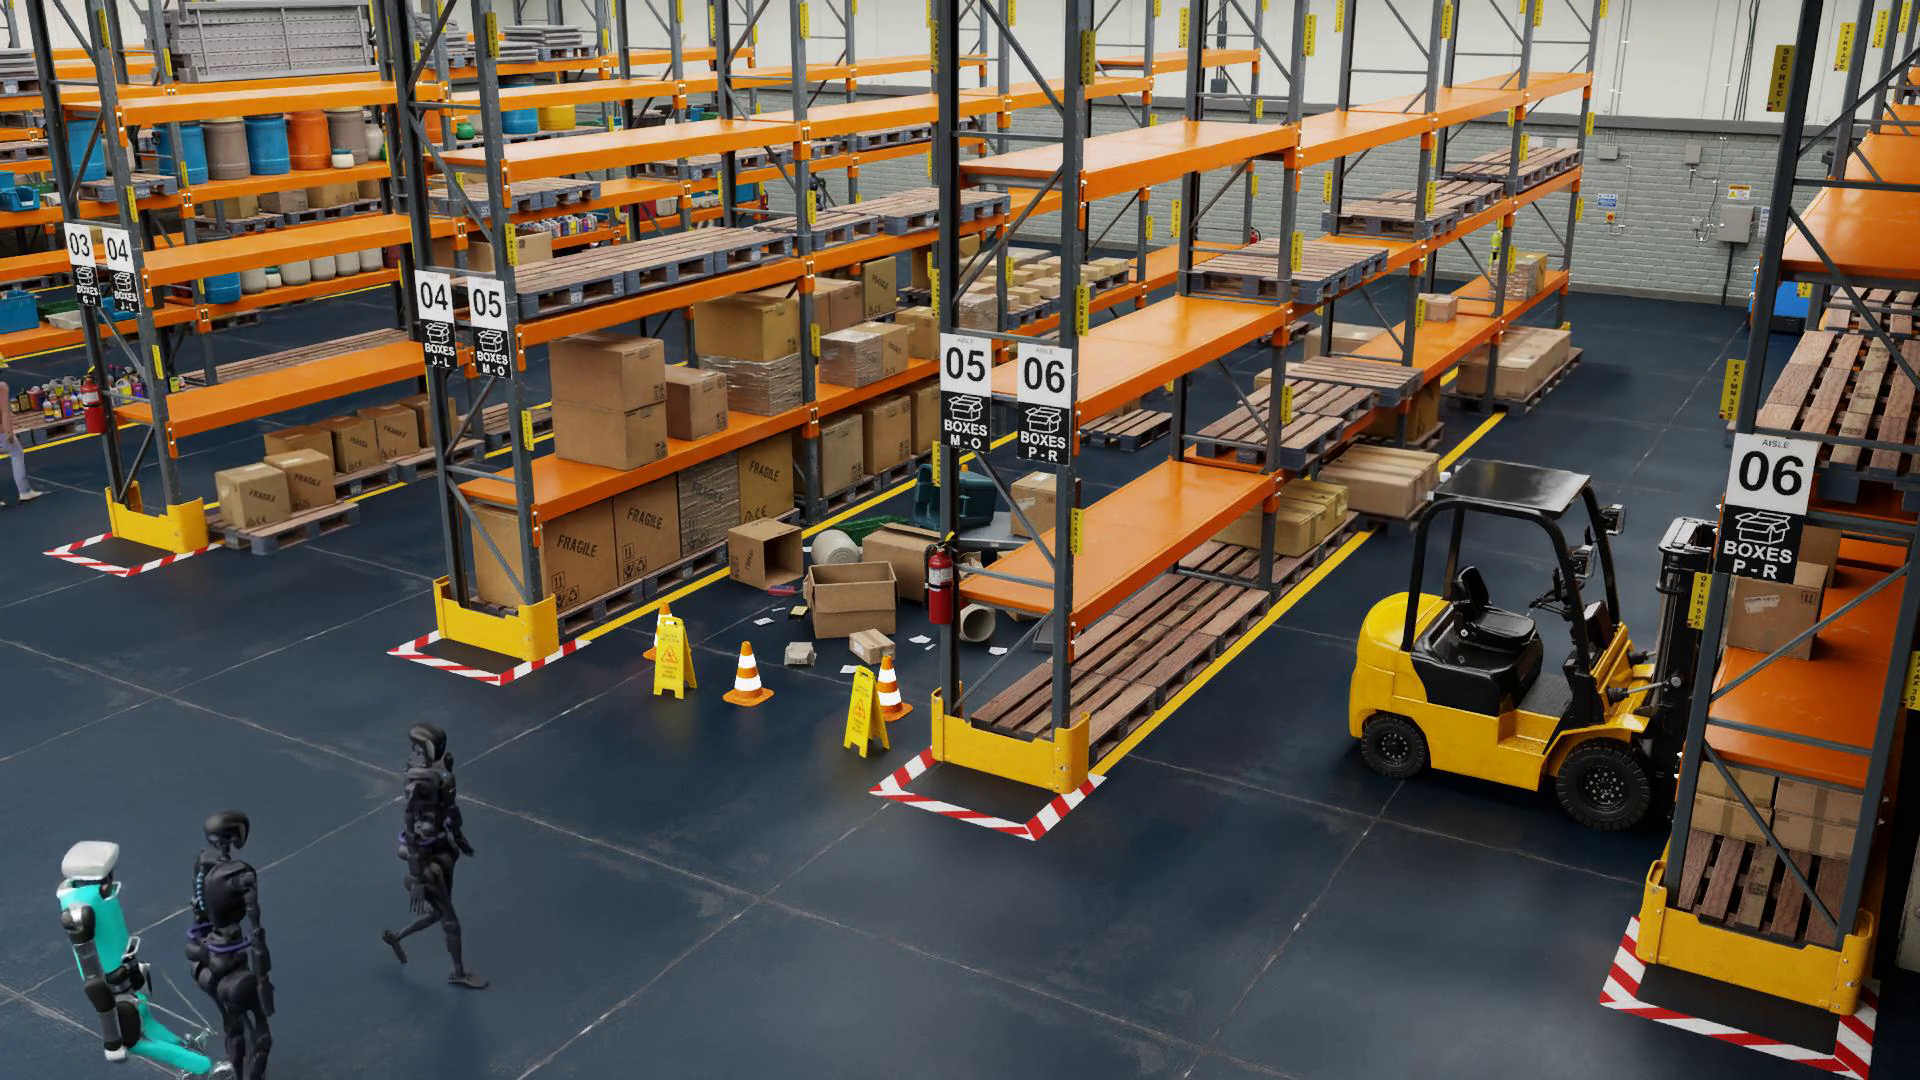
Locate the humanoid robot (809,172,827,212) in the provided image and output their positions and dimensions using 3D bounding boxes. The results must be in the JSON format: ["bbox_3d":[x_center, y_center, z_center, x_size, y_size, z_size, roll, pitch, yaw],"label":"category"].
[{"bbox_3d":[-3.078,-7.028,34.785,0.605,1.652,0.322,-5,20,-14],"label":"humanoid robot"}]

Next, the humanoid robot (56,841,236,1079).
[{"bbox_3d":[-3.740,2.238,7.972,0.899,1.819,0.534,-5,20,-15],"label":"humanoid robot"}]

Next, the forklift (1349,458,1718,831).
[{"bbox_3d":[3.988,0.658,11.776,2.313,2.155,1.214,11,22,29],"label":"forklift"}]

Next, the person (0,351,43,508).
[{"bbox_3d":[-10.296,-1.202,17.833,0.550,1.720,0.716,3,19,8],"label":"person"}]

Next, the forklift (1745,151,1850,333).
[{"bbox_3d":[13.620,-4.667,26.137,1.873,2.768,1.129,11,22,29],"label":"forklift"}]

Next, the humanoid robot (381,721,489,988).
[{"bbox_3d":[-3.051,1.763,9.401,0.693,1.633,0.616,3,19,8],"label":"humanoid robot"}]

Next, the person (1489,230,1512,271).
[{"bbox_3d":[8.974,-4.575,27.655,0.315,1.695,0.539,15,24,37],"label":"person"}]

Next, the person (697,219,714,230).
[{"bbox_3d":[-5.265,-6.988,34.667,0.653,1.680,0.401,14,24,35],"label":"person"}]

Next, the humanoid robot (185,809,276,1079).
[{"bbox_3d":[-3.681,2.116,8.363,0.612,1.640,0.371,13,23,33],"label":"humanoid robot"}]
